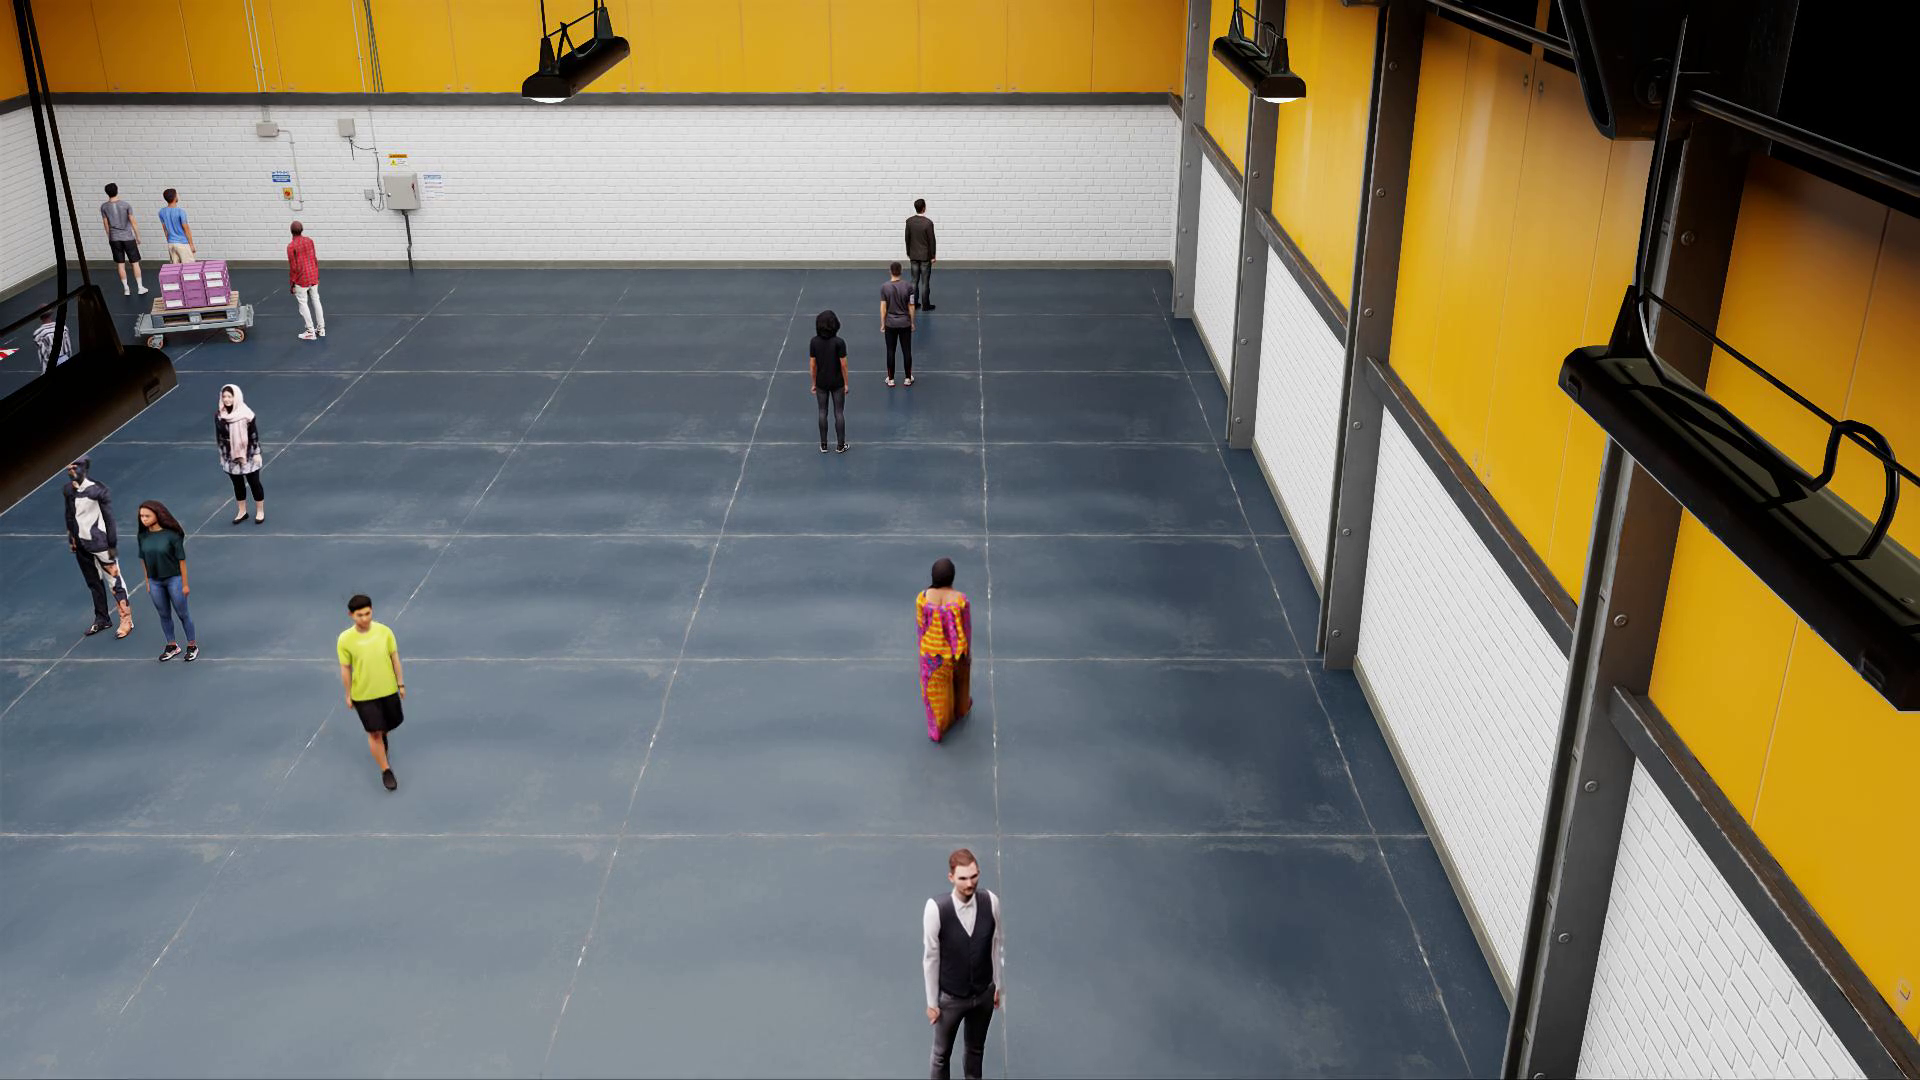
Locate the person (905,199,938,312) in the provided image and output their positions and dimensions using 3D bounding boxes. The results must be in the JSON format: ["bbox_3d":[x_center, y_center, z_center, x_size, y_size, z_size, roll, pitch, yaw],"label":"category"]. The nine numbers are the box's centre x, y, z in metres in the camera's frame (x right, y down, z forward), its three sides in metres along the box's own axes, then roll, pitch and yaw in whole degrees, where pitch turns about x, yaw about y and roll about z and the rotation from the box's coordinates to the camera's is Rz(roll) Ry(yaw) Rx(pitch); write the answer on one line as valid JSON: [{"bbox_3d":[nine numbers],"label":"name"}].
[{"bbox_3d":[-0.640,-4.631,26.949,0.757,1.804,0.711,11,26,24],"label":"person"}]

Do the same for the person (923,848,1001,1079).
[{"bbox_3d":[0.012,2.694,10.023,0.733,1.938,0.709,-10,25,-21],"label":"person"}]

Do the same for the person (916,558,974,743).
[{"bbox_3d":[-0.152,0.943,14.354,0.766,1.677,1.025,4,24,9],"label":"person"}]

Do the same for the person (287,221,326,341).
[{"bbox_3d":[-10.034,-4.001,25.487,0.815,1.819,0.708,14,27,30],"label":"person"}]

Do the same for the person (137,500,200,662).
[{"bbox_3d":[-7.500,0.375,15.730,0.601,1.616,0.591,1,24,3],"label":"person"}]

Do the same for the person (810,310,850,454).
[{"bbox_3d":[-1.641,-1.991,20.868,0.667,1.836,0.586,4,24,10],"label":"person"}]

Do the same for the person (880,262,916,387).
[{"bbox_3d":[-0.878,-3.030,23.335,0.640,1.764,0.550,-1,24,-2],"label":"person"}]

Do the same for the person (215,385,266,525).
[{"bbox_3d":[-8.134,-0.987,18.819,0.618,1.637,0.594,1,24,1],"label":"person"}]

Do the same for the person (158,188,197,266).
[{"bbox_3d":[-12.848,-4.850,27.375,0.688,1.864,0.626,4,24,10],"label":"person"}]

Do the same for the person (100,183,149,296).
[{"bbox_3d":[-13.993,-5.028,27.772,0.709,1.871,0.641,-6,24,-13],"label":"person"}]

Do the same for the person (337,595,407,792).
[{"bbox_3d":[-4.865,1.200,13.754,0.947,1.687,1.085,-15,28,-30],"label":"person"}]

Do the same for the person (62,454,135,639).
[{"bbox_3d":[-8.416,0.027,16.180,0.727,1.893,0.662,5,24,12],"label":"person"}]

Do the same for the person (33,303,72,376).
[{"bbox_3d":[-11.535,-2.153,21.291,0.770,1.794,0.633,11,26,23],"label":"person"}]
